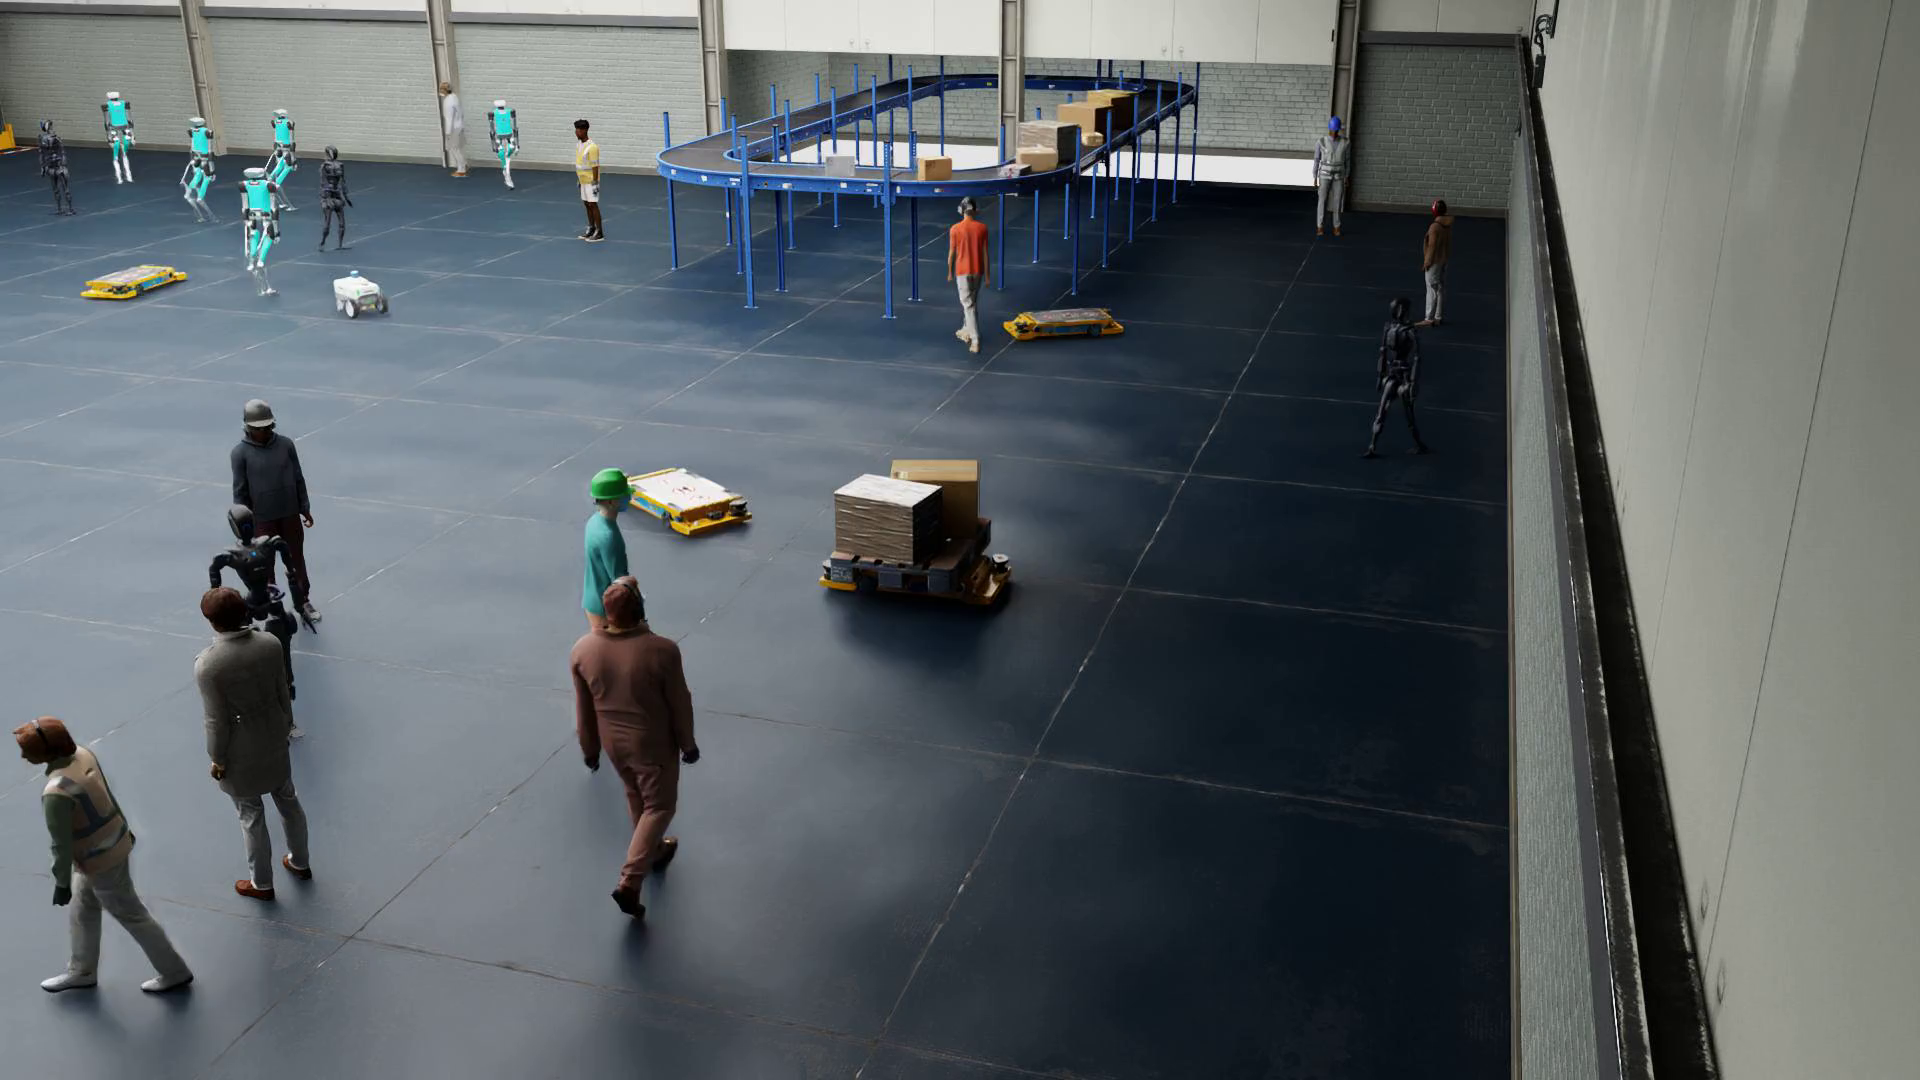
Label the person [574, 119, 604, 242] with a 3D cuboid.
[{"bbox_3d":[-6.027,-5.833,26.969,0.367,1.958,0.606,-14,25,-31],"label":"person"}]

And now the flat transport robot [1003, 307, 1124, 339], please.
[{"bbox_3d":[1.333,-2.776,21.378,1.431,0.231,0.659,-5,22,-13],"label":"flat transport robot"}]

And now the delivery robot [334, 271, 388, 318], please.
[{"bbox_3d":[-8.102,-3.319,22.356,0.747,0.570,0.499,20,29,41],"label":"delivery robot"}]

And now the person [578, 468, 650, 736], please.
[{"bbox_3d":[-2.188,0.417,10.911,0.846,1.843,0.520,-4,21,-10],"label":"person"}]

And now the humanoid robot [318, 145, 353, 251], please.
[{"bbox_3d":[-9.910,-5.383,26.192,0.453,1.647,0.599,8,23,21],"label":"humanoid robot"}]

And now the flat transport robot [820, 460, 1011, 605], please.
[{"bbox_3d":[-0.360,0.263,13.496,1.431,0.231,0.659,6,22,15],"label":"flat transport robot"}]

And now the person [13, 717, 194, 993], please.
[{"bbox_3d":[-4.309,1.579,8.220,0.808,1.596,0.534,-6,22,-16],"label":"person"}]

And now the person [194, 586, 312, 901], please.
[{"bbox_3d":[-3.896,1.111,9.130,0.364,1.830,0.502,14,25,32],"label":"person"}]

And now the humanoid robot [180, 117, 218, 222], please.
[{"bbox_3d":[-13.083,-6.271,28.452,0.541,1.823,0.688,10,23,25],"label":"humanoid robot"}]

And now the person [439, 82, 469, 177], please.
[{"bbox_3d":[-10.084,-8.142,33.041,0.446,1.894,0.704,-2,21,-5],"label":"person"}]

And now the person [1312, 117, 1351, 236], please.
[{"bbox_3d":[6.119,-5.993,27.419,0.617,1.932,0.416,-1,21,-1],"label":"person"}]

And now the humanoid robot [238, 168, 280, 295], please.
[{"bbox_3d":[-9.784,-4.206,23.097,0.542,1.827,0.728,2,21,6],"label":"humanoid robot"}]

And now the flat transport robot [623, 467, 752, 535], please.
[{"bbox_3d":[-2.560,-0.373,15.146,0.659,0.231,1.431,-17,27,-37],"label":"flat transport robot"}]

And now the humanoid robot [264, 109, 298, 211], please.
[{"bbox_3d":[-12.119,-6.730,29.519,0.530,1.739,0.696,12,24,29],"label":"humanoid robot"}]

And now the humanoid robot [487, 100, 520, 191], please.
[{"bbox_3d":[-8.674,-7.478,31.573,0.564,1.747,1.024,-11,24,-26],"label":"humanoid robot"}]

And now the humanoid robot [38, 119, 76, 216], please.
[{"bbox_3d":[-15.860,-6.542,29.165,0.599,1.659,0.315,7,22,18],"label":"humanoid robot"}]

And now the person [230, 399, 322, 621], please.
[{"bbox_3d":[-5.184,-0.203,12.570,0.548,1.806,0.380,-17,27,-38],"label":"person"}]

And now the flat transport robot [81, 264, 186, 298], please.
[{"bbox_3d":[-11.784,-3.684,23.734,0.659,0.231,1.431,4,21,10],"label":"flat transport robot"}]

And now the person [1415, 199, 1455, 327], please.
[{"bbox_3d":[6.177,-3.578,21.537,0.461,1.647,0.331,-18,28,-39],"label":"person"}]

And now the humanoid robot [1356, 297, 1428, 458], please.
[{"bbox_3d":[4.358,-1.591,16.436,0.792,1.631,0.615,-10,23,-24],"label":"humanoid robot"}]

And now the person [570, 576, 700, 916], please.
[{"bbox_3d":[-1.775,1.100,9.091,0.640,1.879,0.857,8,22,19],"label":"person"}]

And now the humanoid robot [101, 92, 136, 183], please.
[{"bbox_3d":[-16.452,-7.840,32.508,0.554,1.810,0.712,-19,28,-40],"label":"humanoid robot"}]

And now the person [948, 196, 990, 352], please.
[{"bbox_3d":[0.111,-3.283,20.497,0.474,1.863,0.897,-8,22,-20],"label":"person"}]

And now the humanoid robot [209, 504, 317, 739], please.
[{"bbox_3d":[-4.587,0.508,10.908,0.609,1.646,0.433,-19,28,-41],"label":"humanoid robot"}]
